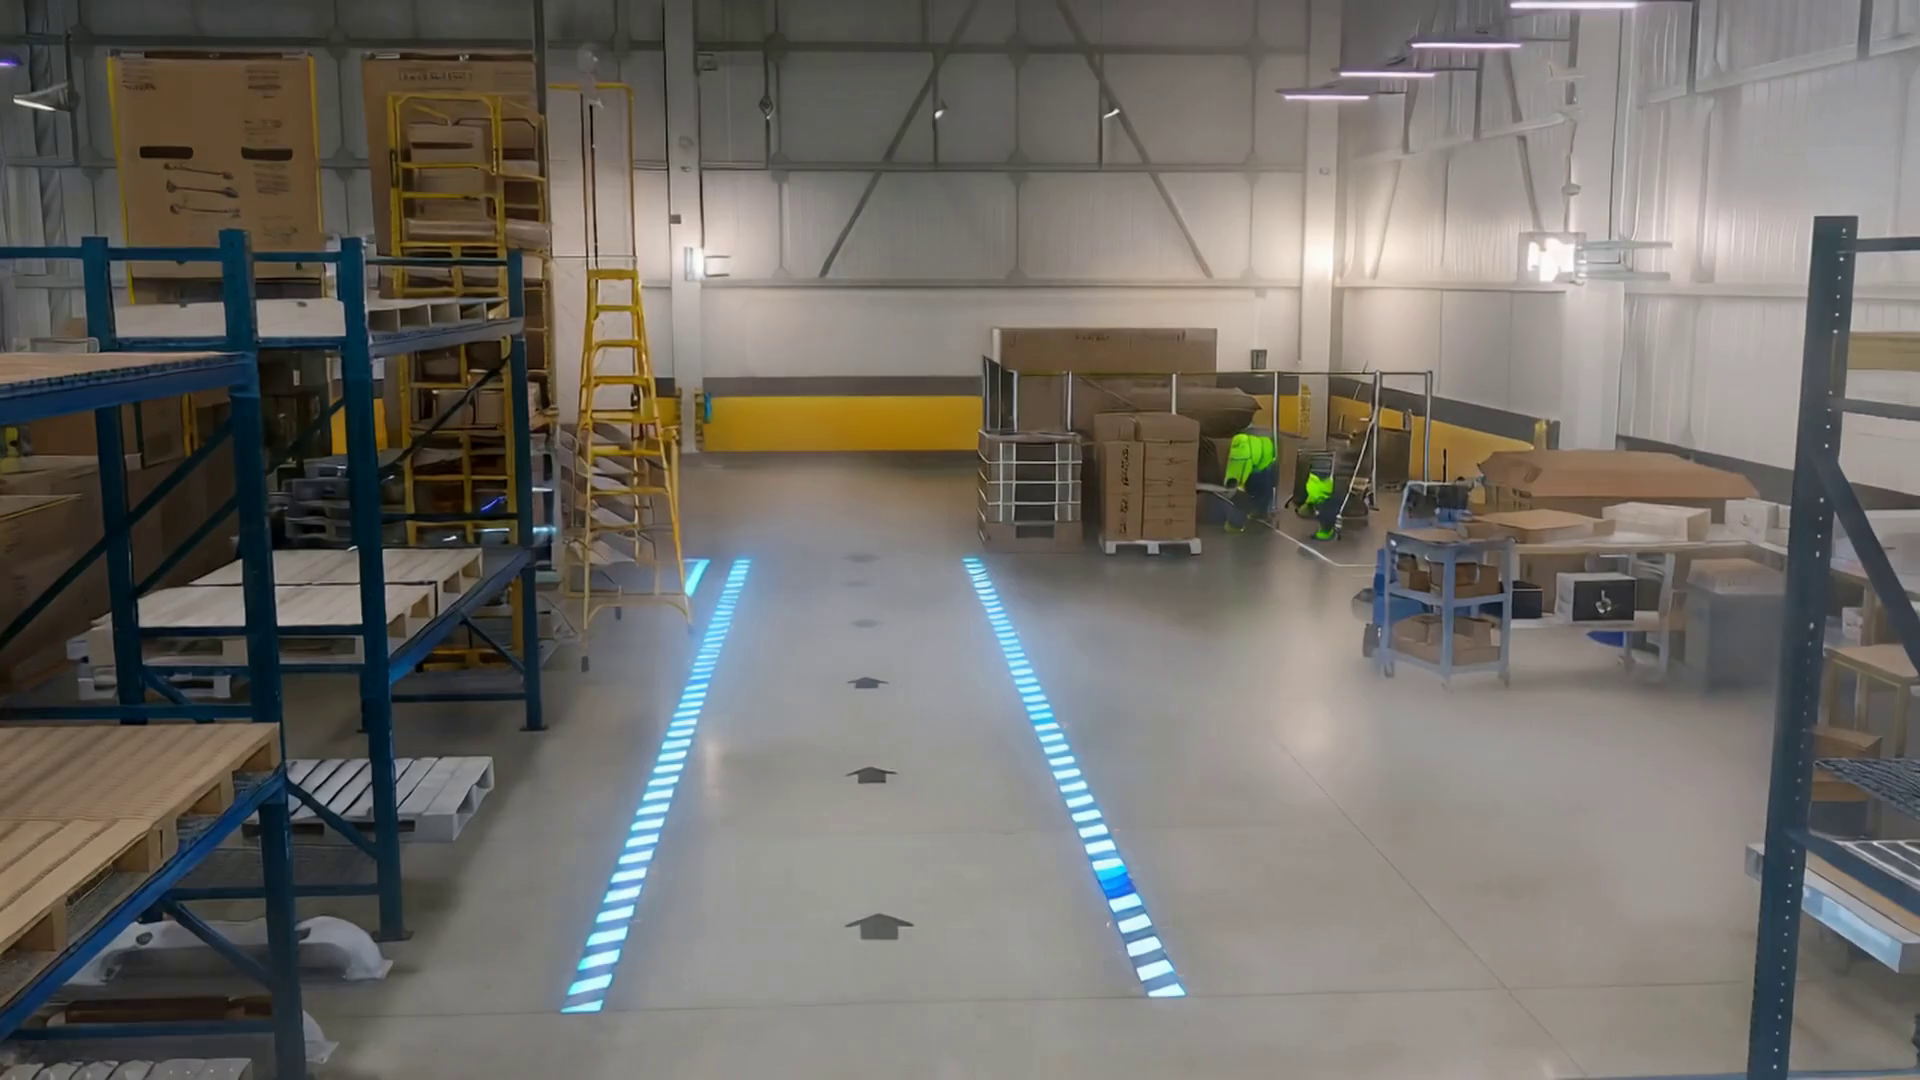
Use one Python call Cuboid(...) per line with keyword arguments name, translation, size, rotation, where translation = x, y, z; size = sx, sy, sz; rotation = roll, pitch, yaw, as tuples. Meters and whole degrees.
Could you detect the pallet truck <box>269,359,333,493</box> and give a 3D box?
Cuboid(name="pallet truck", translation=(-7.062, -1.131, 18.996), size=(1.885, 1.965, 0.823), rotation=(2, 9, 13))
